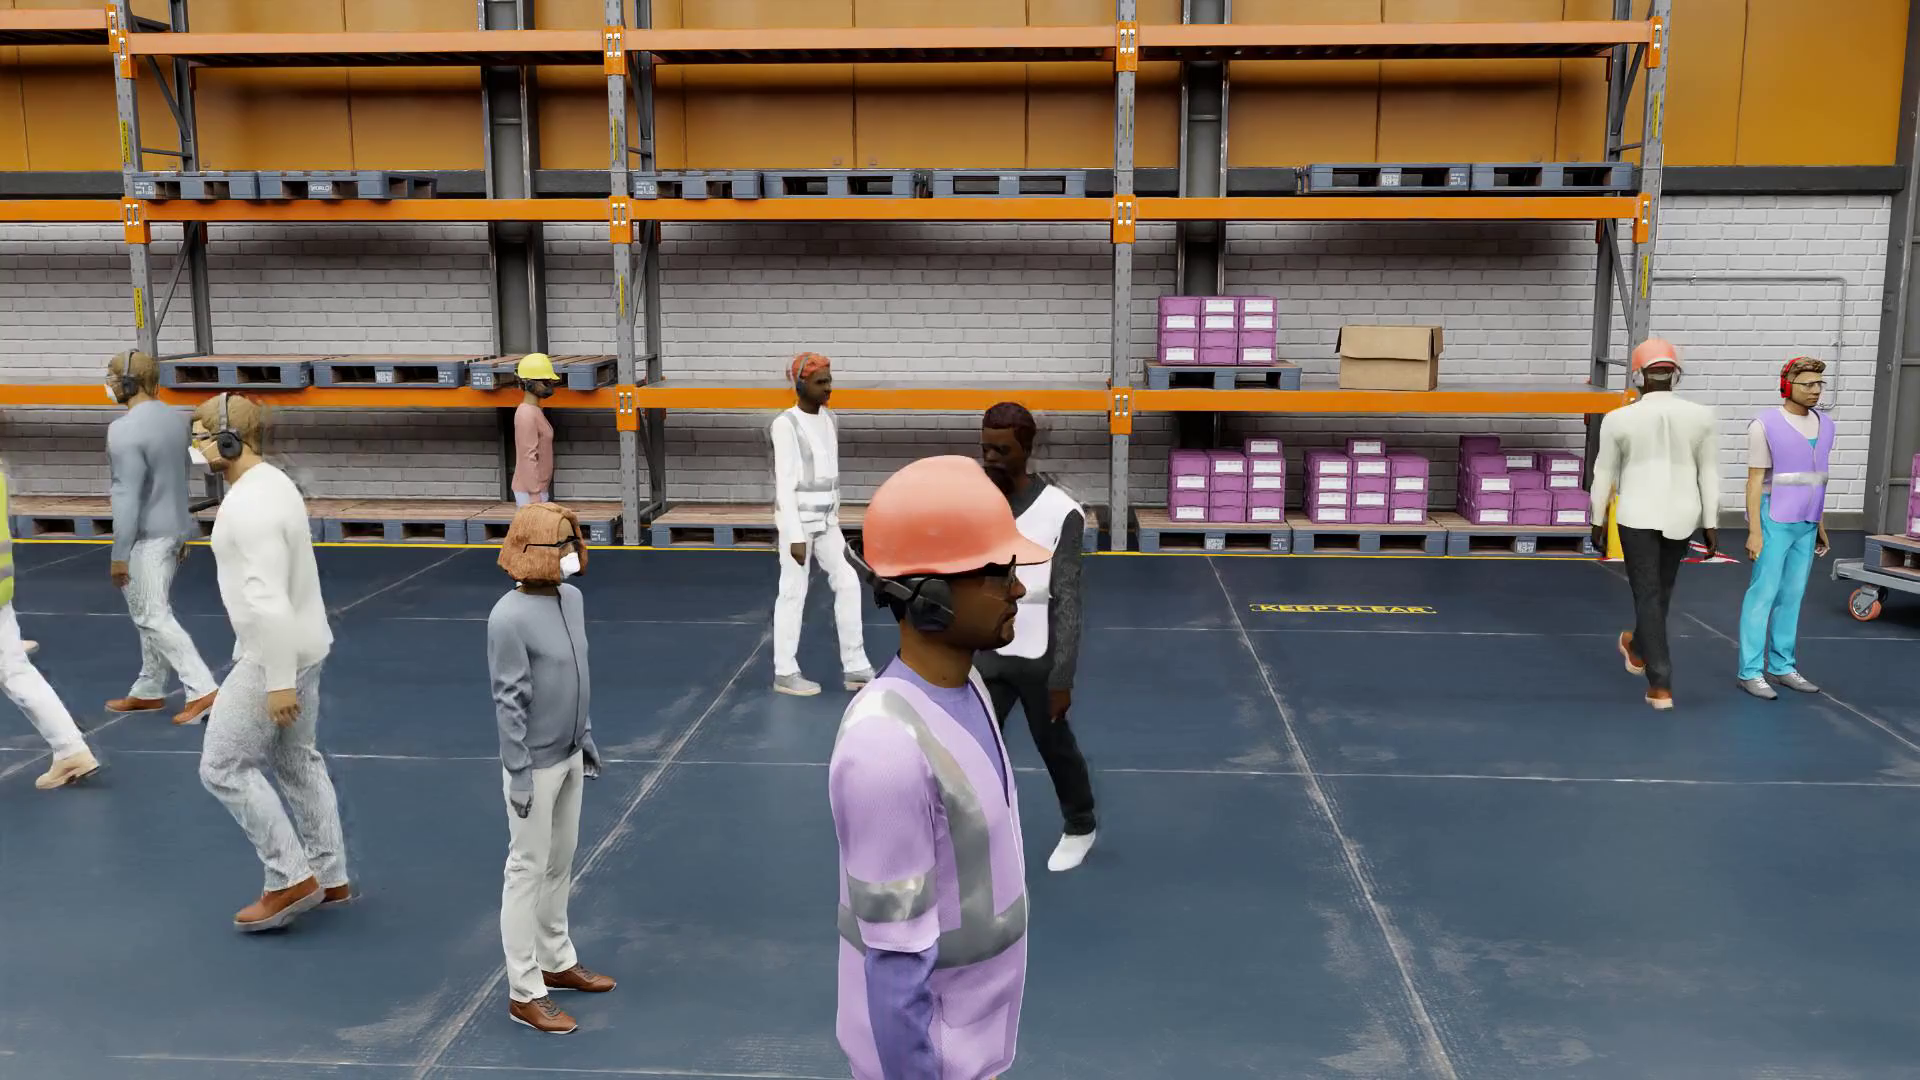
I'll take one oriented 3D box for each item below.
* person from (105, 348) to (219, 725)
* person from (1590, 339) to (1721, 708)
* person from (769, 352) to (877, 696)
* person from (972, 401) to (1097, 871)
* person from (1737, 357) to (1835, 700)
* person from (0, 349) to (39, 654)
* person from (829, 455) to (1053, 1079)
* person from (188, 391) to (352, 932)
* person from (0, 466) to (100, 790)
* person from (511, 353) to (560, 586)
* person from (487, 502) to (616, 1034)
[{"bbox_3d":[-4.116,-0.008,8.482,0.622,1.947,0.639,0,10,-2],"label":"person"},{"bbox_3d":[3.744,-0.117,9.041,0.628,1.925,1.058,1,10,4],"label":"person"},{"bbox_3d":[-0.688,-0.063,8.933,0.769,1.860,0.619,5,11,26],"label":"person"},{"bbox_3d":[0.228,0.415,6.160,0.604,1.871,1.053,7,12,36],"label":"person"},{"bbox_3d":[4.472,-0.072,9.026,0.570,1.844,0.379,-4,11,-24],"label":"person"},{"bbox_3d":[-5.881,-0.290,9.790,0.585,2.023,0.626,-5,11,-27],"label":"person"},{"bbox_3d":[-0.026,0.871,2.921,0.365,2.048,0.608,1,10,8],"label":"person"},{"bbox_3d":[-2.444,0.438,5.850,0.542,1.914,0.705,-3,10,-18],"label":"person"},{"bbox_3d":[-4.322,0.255,7.275,0.956,1.802,0.644,0,10,-2],"label":"person"},{"bbox_3d":[-2.703,-0.311,10.665,0.328,1.767,0.532,-2,10,-11],"label":"person"},{"bbox_3d":[-1.275,0.690,5.189,0.280,1.634,0.498,2,10,13],"label":"person"}]
